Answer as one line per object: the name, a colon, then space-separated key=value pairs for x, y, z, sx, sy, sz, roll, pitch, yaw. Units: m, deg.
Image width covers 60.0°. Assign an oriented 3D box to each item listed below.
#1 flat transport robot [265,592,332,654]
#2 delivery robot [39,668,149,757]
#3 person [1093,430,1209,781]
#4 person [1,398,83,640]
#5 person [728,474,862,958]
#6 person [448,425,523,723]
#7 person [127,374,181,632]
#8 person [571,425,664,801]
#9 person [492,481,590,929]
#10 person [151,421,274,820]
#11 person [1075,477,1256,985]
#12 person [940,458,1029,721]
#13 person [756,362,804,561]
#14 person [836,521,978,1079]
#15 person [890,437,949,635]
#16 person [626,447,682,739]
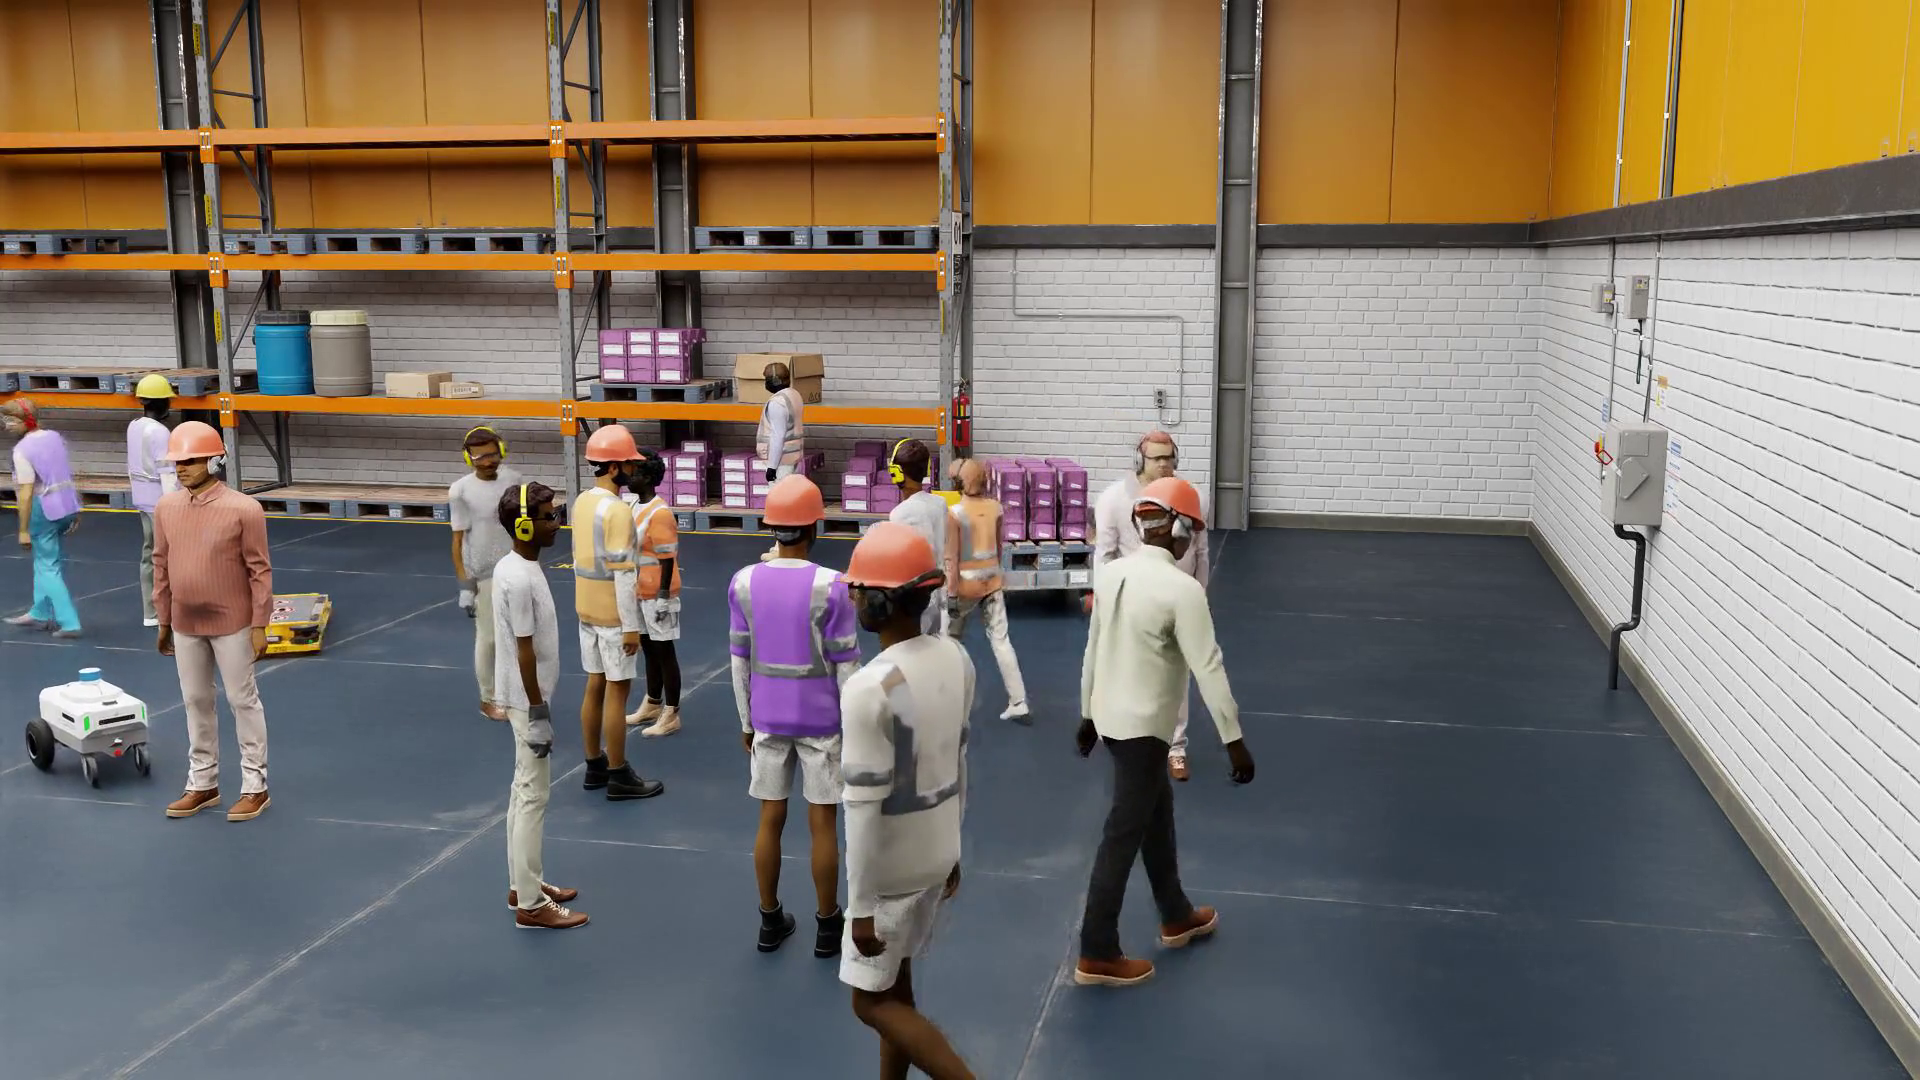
flat transport robot: x=-5.008 y=0.595 z=12.215 sx=0.652 sy=0.197 sz=1.431 roll=-3 pitch=10 yaw=-17
delivery robot: x=-4.717 y=0.941 z=9.050 sx=0.707 sy=0.478 sz=0.477 roll=9 pitch=13 yaw=43
person: x=1.045 y=0.308 z=9.203 sx=0.654 sy=1.876 sz=0.903 roll=-1 pitch=10 yaw=-5
person: x=-6.772 y=-0.147 z=12.142 sx=0.670 sy=1.795 sz=0.622 roll=0 pitch=10 yaw=0
person: x=-0.640 y=0.703 z=6.634 sx=0.545 sy=1.942 sz=0.350 roll=3 pitch=10 yaw=17
person: x=-2.780 y=0.217 z=9.861 sx=0.552 sy=1.818 sz=0.582 roll=-9 pitch=13 yaw=-41
person: x=-5.984 y=-0.274 z=12.463 sx=0.595 sy=1.924 sz=0.374 roll=9 pitch=13 yaw=41
person: x=-1.793 y=0.371 z=8.610 sx=0.377 sy=1.938 sz=0.547 roll=-7 pitch=12 yaw=-35
person: x=-1.771 y=0.685 z=6.953 sx=0.329 sy=1.872 sz=0.508 roll=-3 pitch=10 yaw=-19
person: x=-3.719 y=0.402 z=8.257 sx=0.622 sy=1.993 sz=0.381 roll=2 pitch=10 yaw=10
person: x=0.797 y=0.736 z=6.466 sx=0.884 sy=1.922 sz=0.773 roll=-4 pitch=10 yaw=-22
person: x=0.099 y=0.295 z=10.085 sx=0.542 sy=1.593 sz=0.869 roll=-9 pitch=13 yaw=-42
person: x=-1.668 y=-0.725 z=15.403 sx=0.429 sy=1.840 sz=0.624 roll=2 pitch=10 yaw=10
person: x=-0.112 y=0.952 z=4.932 sx=0.757 sy=2.024 sz=0.611 roll=6 pitch=11 yaw=30
person: x=-0.242 y=0.397 z=8.687 sx=0.335 sy=1.863 sz=0.521 roll=5 pitch=11 yaw=27
person: x=-1.808 y=0.304 z=9.718 sx=0.322 sy=1.697 sz=0.530 roll=-6 pitch=11 yaw=-30
